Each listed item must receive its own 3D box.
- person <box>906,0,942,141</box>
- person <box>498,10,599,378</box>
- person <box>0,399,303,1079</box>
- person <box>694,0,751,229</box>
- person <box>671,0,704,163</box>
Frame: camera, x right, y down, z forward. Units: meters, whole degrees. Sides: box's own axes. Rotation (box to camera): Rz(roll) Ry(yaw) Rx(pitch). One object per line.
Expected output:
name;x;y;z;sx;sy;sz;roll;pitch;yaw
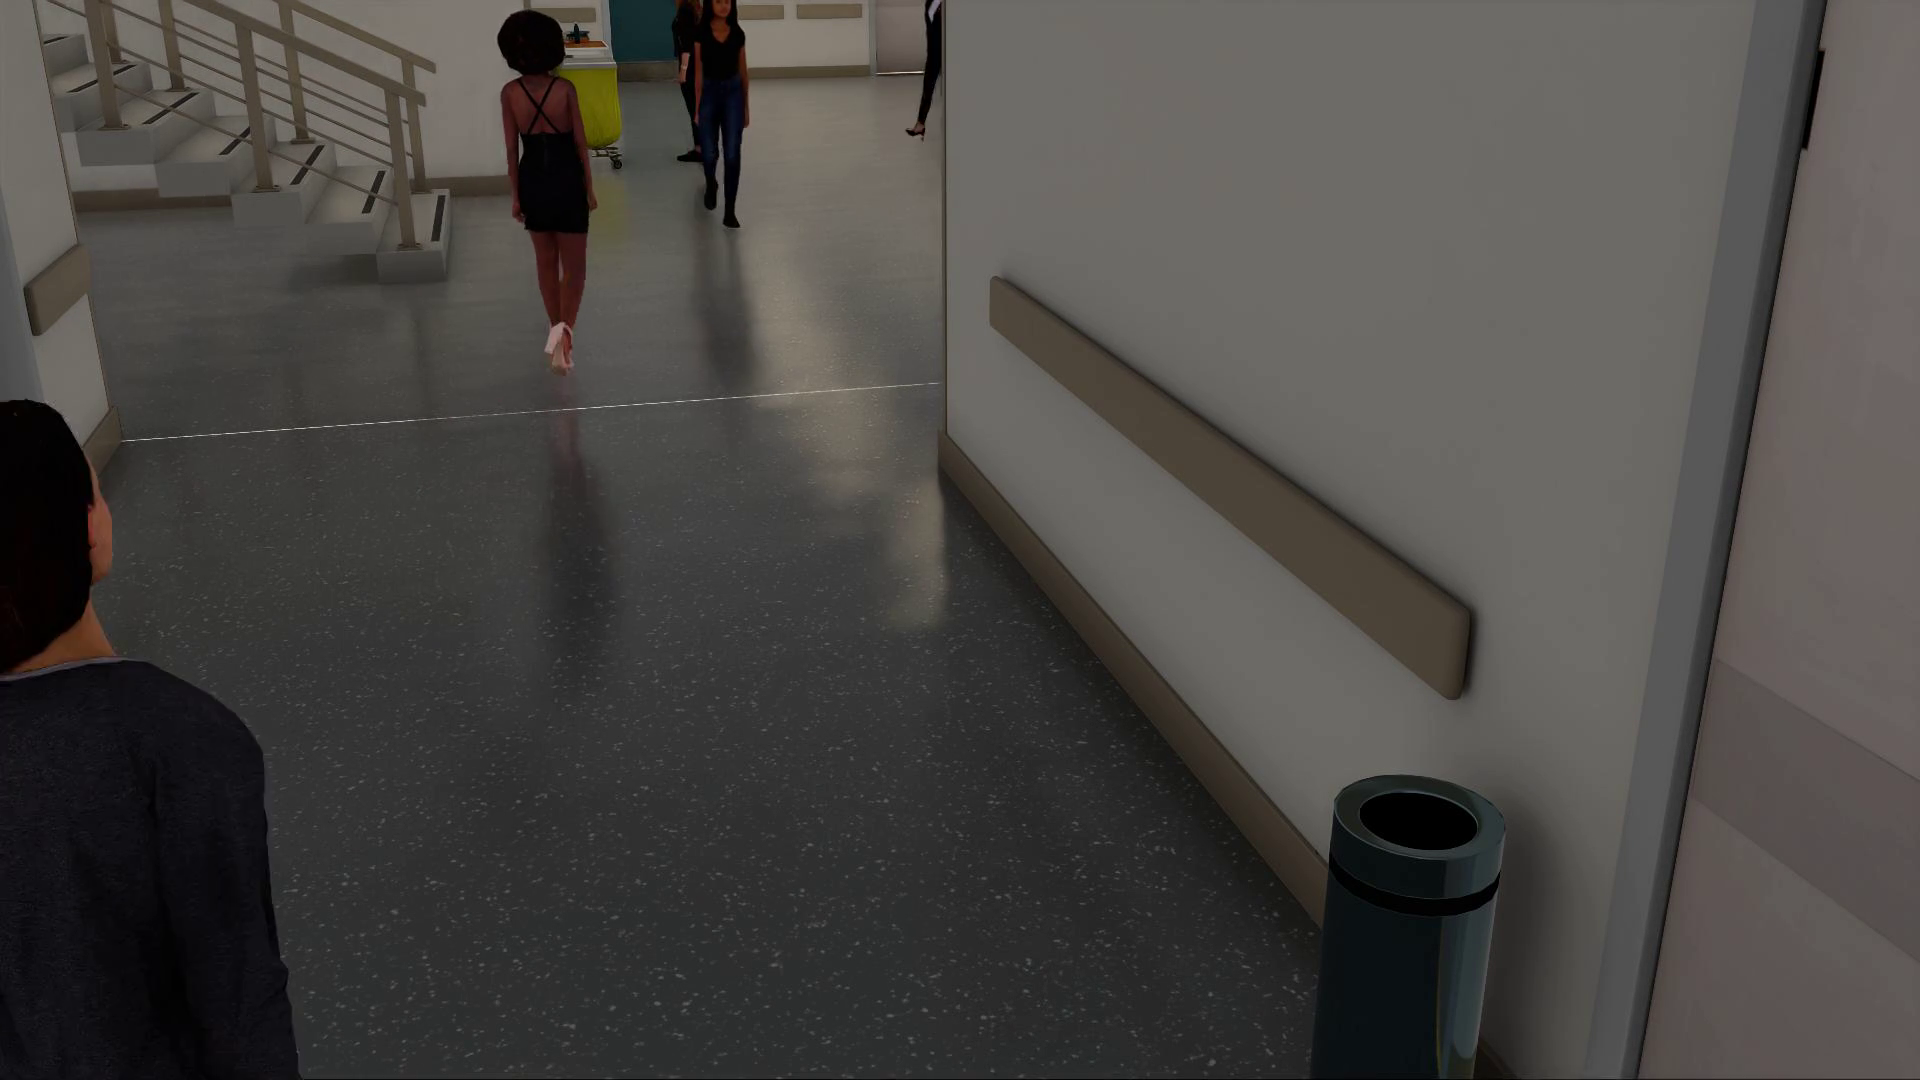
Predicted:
person;-0.110;-4.841;16.721;0.995;1.663;1.146;17;27;37
person;-1.995;-1.636;8.127;1.066;1.756;0.798;0;21;0
person;-0.972;0.742;1.879;1.113;1.736;0.930;2;21;5
person;-1.785;-3.194;12.289;0.743;1.723;0.644;-6;22;-16
person;-2.496;-4.434;15.578;0.680;1.713;0.684;5;21;12
